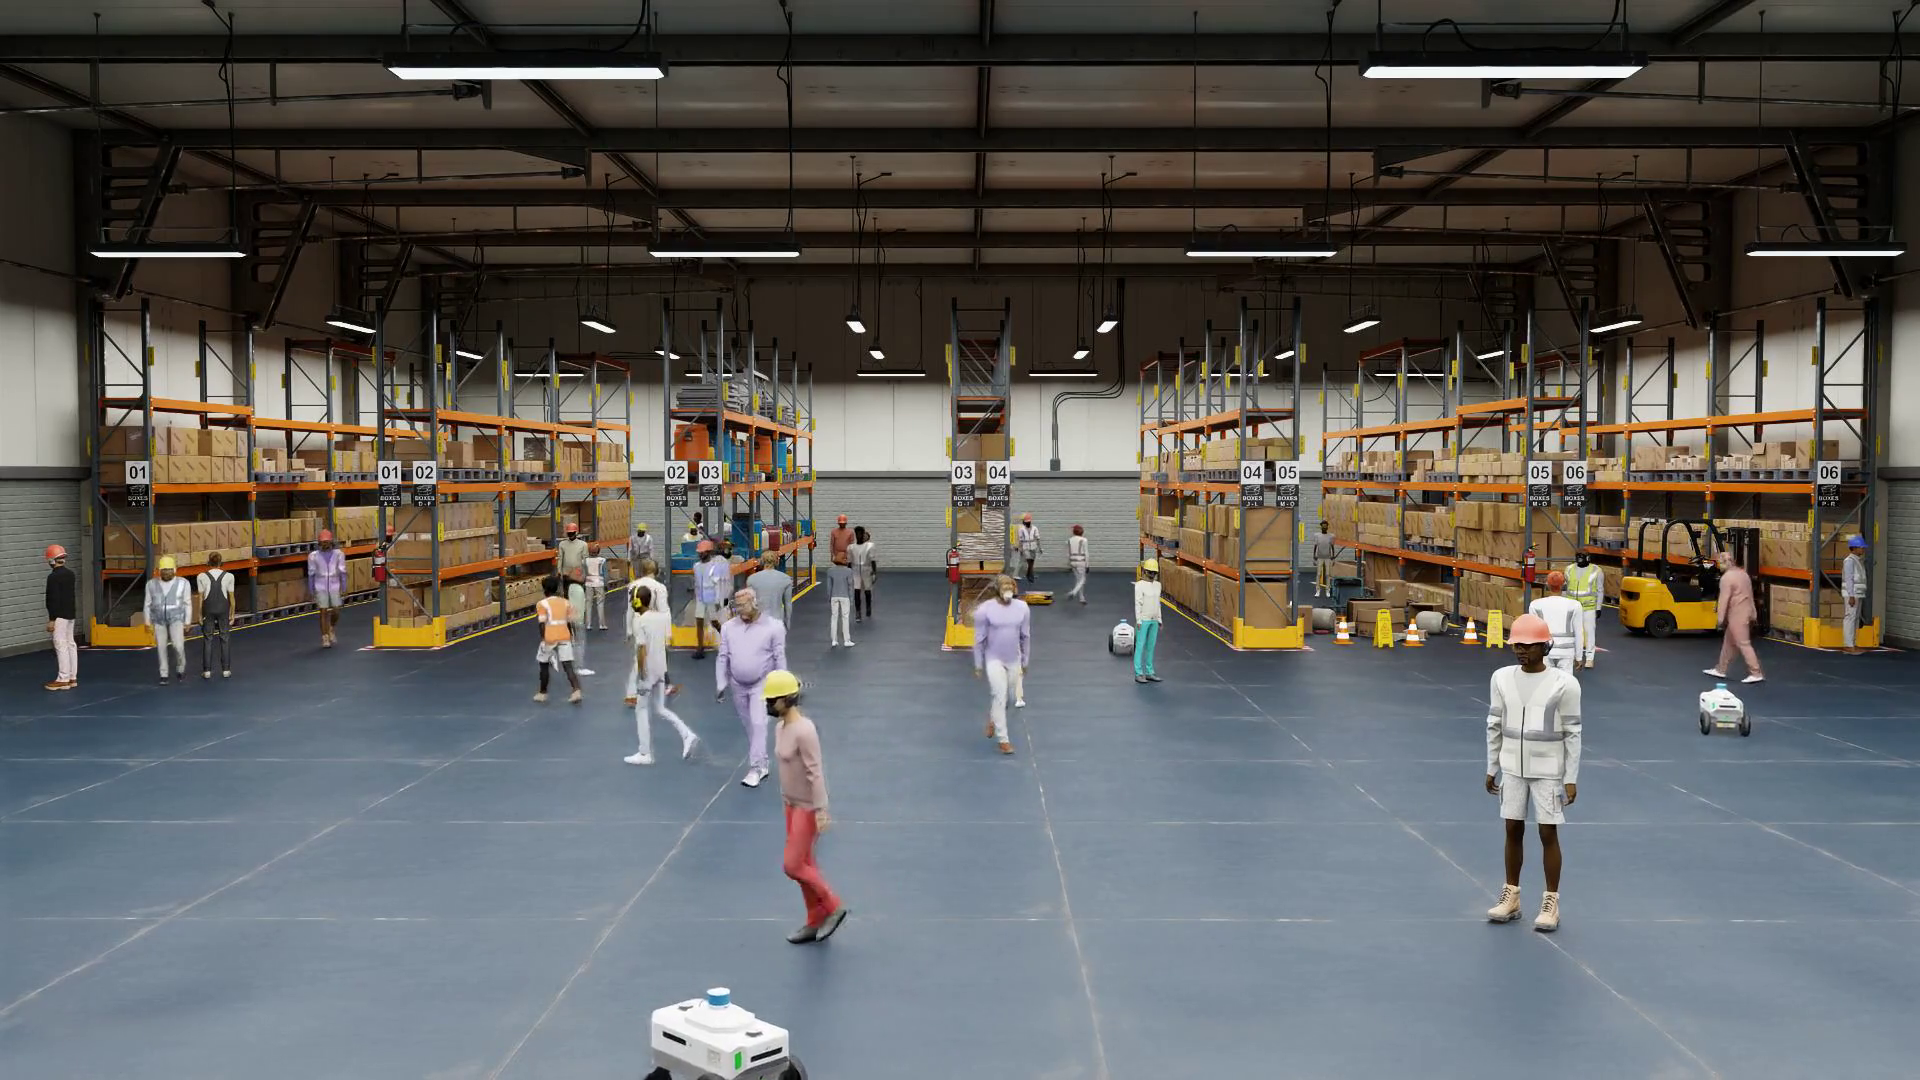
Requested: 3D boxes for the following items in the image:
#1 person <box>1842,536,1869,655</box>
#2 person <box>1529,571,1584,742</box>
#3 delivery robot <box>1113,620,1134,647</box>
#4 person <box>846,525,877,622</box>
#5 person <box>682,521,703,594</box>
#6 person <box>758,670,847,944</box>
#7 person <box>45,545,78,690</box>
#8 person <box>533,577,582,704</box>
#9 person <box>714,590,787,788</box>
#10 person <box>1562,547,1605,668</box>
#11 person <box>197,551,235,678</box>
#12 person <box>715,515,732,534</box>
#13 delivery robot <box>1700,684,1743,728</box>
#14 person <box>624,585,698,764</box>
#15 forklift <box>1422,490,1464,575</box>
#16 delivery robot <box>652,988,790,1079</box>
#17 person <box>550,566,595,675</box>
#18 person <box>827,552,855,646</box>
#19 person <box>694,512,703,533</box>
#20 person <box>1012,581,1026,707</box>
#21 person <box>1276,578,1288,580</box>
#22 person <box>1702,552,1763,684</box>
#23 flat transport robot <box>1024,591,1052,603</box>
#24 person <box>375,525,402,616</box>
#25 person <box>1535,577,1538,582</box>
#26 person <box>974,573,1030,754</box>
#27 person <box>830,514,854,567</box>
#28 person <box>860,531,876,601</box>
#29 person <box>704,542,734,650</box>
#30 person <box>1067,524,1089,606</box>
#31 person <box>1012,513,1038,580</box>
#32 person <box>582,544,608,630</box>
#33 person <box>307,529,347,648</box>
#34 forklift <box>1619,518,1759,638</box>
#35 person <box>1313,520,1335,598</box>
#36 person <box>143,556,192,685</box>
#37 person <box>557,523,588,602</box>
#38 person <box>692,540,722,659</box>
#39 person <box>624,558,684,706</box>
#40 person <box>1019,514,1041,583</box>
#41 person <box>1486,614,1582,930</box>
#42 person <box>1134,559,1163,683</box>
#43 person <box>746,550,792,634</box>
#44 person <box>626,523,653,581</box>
[{"bbox_3d":[14.778,0.913,26.656,0.400,1.945,0.619,2,3,41],"label":"person"},{"bbox_3d":[6.618,1.287,17.926,0.574,1.885,0.355,1,2,24],"label":"person"},{"bbox_3d":[2.715,1.565,26.779,0.477,0.478,0.707,0,2,6],"label":"delivery robot"},{"bbox_3d":[-1.986,0.671,32.663,0.638,1.949,0.646,0,2,3],"label":"person"},{"bbox_3d":[-6.581,0.441,40.070,0.597,1.808,0.617,-1,2,-22],"label":"person"},{"bbox_3d":[-1.015,1.672,10.096,0.479,1.732,0.538,-1,3,-26],"label":"person"},{"bbox_3d":[-12.433,1.061,22.294,0.392,1.991,0.612,0,2,-5],"label":"person"},{"bbox_3d":[-5.164,1.293,20.799,0.818,1.647,0.544,2,3,43],"label":"person"},{"bbox_3d":[-2.008,1.405,15.310,0.656,1.851,0.988,1,2,17],"label":"person"},{"bbox_3d":[9.548,1.035,24.806,0.621,1.845,0.429,2,3,38],"label":"person"},{"bbox_3d":[-10.870,1.086,23.598,0.508,1.842,0.333,-1,3,-29],"label":"person"},{"bbox_3d":[-6.859,0.146,46.910,0.520,1.865,0.327,0,2,-4],"label":"person"},{"bbox_3d":[8.733,1.893,18.524,0.477,0.478,0.707,1,2,14],"label":"delivery robot"},{"bbox_3d":[-3.058,1.374,16.483,0.725,1.838,0.541,1,2,23],"label":"person"},{"bbox_3d":[13.926,-0.371,47.846,1.873,2.768,1.129,0,2,0],"label":"forklift"},{"bbox_3d":[-1.118,2.331,7.496,0.707,0.478,0.477,2,3,45],"label":"delivery robot"},{"bbox_3d":[-5.704,1.187,23.750,0.566,1.619,0.511,-1,3,-30],"label":"person"},{"bbox_3d":[-2.058,1.015,27.879,0.500,1.633,0.289,1,2,22],"label":"person"},{"bbox_3d":[-7.338,0.171,45.604,0.395,1.919,0.590,-1,2,-22],"label":"person"},{"bbox_3d":[0.618,1.306,20.563,0.507,1.631,0.280,0,2,7],"label":"person"},{"bbox_3d":[9.152,0.157,45.666,0.344,1.942,0.548,1,3,32],"label":"person"},{"bbox_3d":[11.023,1.101,23.014,0.670,1.856,0.976,-2,3,-43],"label":"person"},{"bbox_3d":[1.814,1.326,37.485,0.652,0.197,1.431,0,2,3],"label":"flat transport robot"},{"bbox_3d":[-11.784,0.660,33.268,0.565,1.909,0.727,0,2,-11],"label":"person"},{"bbox_3d":[12.889,0.624,36.518,0.320,1.737,0.483,-1,3,-26],"label":"person"},{"bbox_3d":[0.421,1.300,17.403,0.642,1.914,0.793,-1,2,-21],"label":"person"},{"bbox_3d":[-2.910,0.363,39.866,0.609,1.991,0.384,0,2,1],"label":"person"},{"bbox_3d":[-2.220,0.613,37.932,0.510,1.640,0.308,0,2,-9],"label":"person"},{"bbox_3d":[-4.060,0.946,27.369,0.464,1.817,0.700,-1,2,-21],"label":"person"},{"bbox_3d":[2.641,0.570,36.470,0.616,1.855,0.644,2,3,42],"label":"person"},{"bbox_3d":[1.870,0.193,45.513,0.863,1.878,0.624,0,2,-7],"label":"person"},{"bbox_3d":[-6.953,0.897,30.749,0.514,1.642,0.311,0,2,4],"label":"person"},{"bbox_3d":[-10.811,0.830,27.584,0.644,2.027,0.440,-1,3,-28],"label":"person"},{"bbox_3d":[13.417,0.684,29.791,2.313,2.155,1.214,0,2,0],"label":"forklift"},{"bbox_3d":[8.812,0.457,39.077,0.532,1.865,0.311,0,2,11],"label":"person"},{"bbox_3d":[-11.153,1.133,22.717,0.612,1.817,0.438,-1,2,-16],"label":"person"},{"bbox_3d":[-7.793,0.655,32.473,0.622,1.994,0.381,0,2,-1],"label":"person"},{"bbox_3d":[-4.052,0.943,26.160,0.545,1.918,0.775,1,2,23],"label":"person"},{"bbox_3d":[-3.952,1.172,20.785,0.650,1.883,1.037,2,3,40],"label":"person"},{"bbox_3d":[1.934,0.216,44.914,0.599,1.893,0.901,0,2,-3],"label":"person"},{"bbox_3d":[3.725,1.502,10.555,0.616,2.041,0.379,2,3,43],"label":"person"},{"bbox_3d":[2.698,1.147,23.008,0.523,1.762,0.328,-2,3,-41],"label":"person"},{"bbox_3d":[-2.585,1.105,21.862,0.632,1.937,0.364,-1,2,-18],"label":"person"},{"bbox_3d":[-7.801,0.478,39.295,0.615,1.798,0.651,0,2,-6],"label":"person"}]
